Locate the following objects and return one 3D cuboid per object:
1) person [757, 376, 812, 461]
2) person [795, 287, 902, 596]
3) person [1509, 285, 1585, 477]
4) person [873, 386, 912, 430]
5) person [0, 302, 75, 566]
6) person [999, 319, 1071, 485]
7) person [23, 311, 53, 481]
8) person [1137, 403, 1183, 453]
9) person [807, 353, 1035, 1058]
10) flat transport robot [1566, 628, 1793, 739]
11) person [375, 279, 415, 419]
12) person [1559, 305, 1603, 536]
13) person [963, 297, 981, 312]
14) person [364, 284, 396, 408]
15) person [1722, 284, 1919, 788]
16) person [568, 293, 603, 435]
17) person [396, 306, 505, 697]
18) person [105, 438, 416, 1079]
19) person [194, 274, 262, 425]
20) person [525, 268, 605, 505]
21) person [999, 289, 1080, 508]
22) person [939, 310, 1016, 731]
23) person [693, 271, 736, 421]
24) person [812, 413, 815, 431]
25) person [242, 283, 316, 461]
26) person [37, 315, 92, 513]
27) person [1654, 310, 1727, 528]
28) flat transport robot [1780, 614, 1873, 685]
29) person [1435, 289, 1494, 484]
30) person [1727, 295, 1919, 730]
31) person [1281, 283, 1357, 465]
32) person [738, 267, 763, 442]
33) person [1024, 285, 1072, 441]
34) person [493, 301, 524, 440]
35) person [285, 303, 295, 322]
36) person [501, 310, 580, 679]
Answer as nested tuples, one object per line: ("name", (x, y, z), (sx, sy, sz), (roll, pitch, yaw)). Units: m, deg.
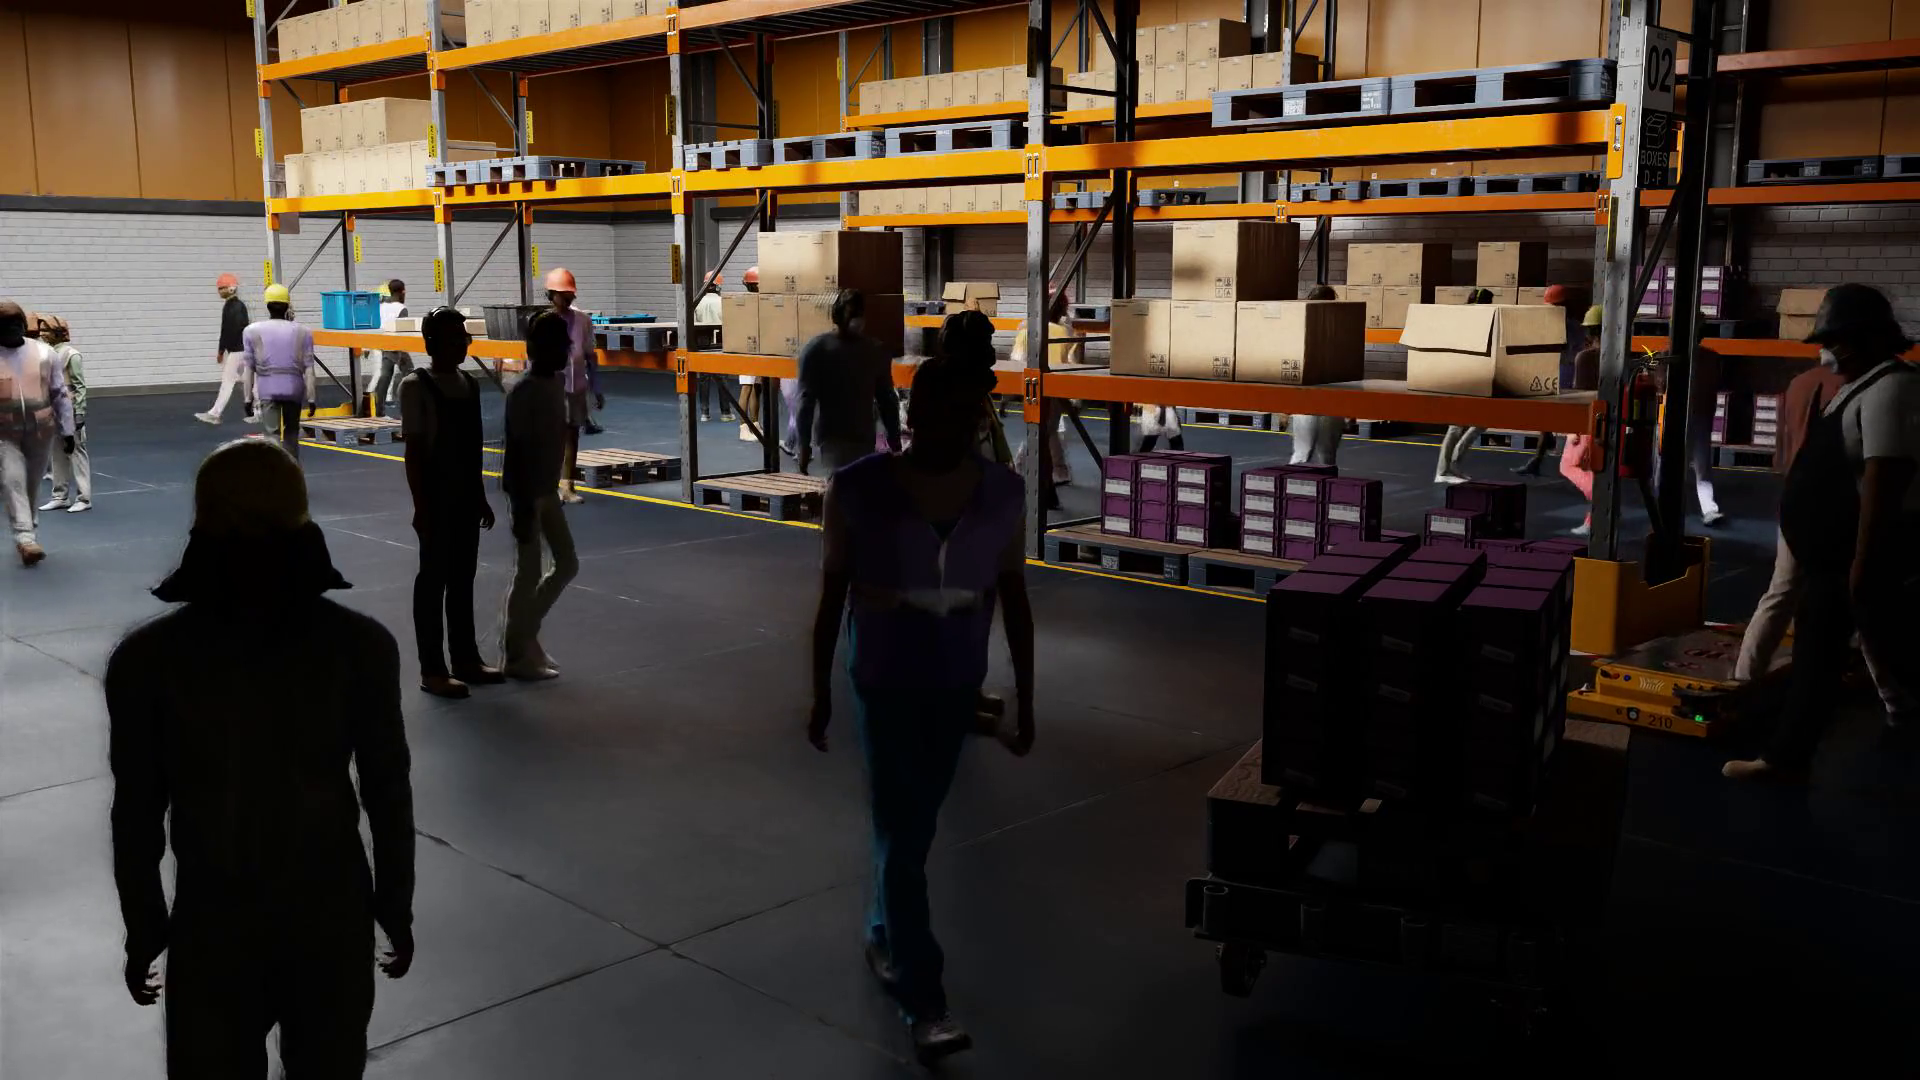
("person", (-1.784, -1.785, 17.729), (0.663, 1.857, 1.011), (-7, 11, -36))
("person", (-0.611, -0.561, 10.054), (0.656, 1.900, 0.918), (-7, 12, -37))
("person", (5.816, -1.490, 15.881), (1.011, 1.890, 0.559), (7, 12, 38))
("person", (-0.859, -1.834, 18.257), (0.933, 1.782, 0.600), (2, 10, 14))
("person", (-6.474, -0.735, 11.484), (0.652, 1.789, 0.947), (-8, 12, -42))
("person", (0.708, -1.458, 15.732), (0.993, 1.853, 0.653), (8, 12, 41))
("person", (-8.778, -1.349, 15.753), (0.292, 1.627, 0.506), (5, 11, 30))
("person", (1.846, -1.155, 14.419), (0.837, 1.657, 0.548), (0, 9, 2))
("person", (-0.063, 0.418, 4.390), (0.592, 1.792, 0.954), (-4, 10, -23))
("flat transport robot", (3.443, 0.637, 7.716), (1.431, 0.197, 0.652), (-9, 13, -43))
("person", (-7.467, -2.527, 22.226), (0.611, 1.874, 0.988), (6, 11, 34))
("person", (4.764, -0.875, 12.461), (0.539, 1.750, 0.419), (-6, 11, -33))
("person", (0.167, -2.582, 23.316), (0.499, 1.626, 0.282), (-4, 10, -23))
("person", (-8.355, -2.811, 24.155), (0.477, 1.808, 0.609), (6, 11, 33))
("person", (3.546, -0.021, 6.341), (0.962, 2.000, 0.748), (3, 10, 15))
("person", (-4.711, -2.194, 20.111), (0.931, 1.888, 0.554), (8, 12, 40))
("person", (-2.436, -0.188, 7.964), (0.346, 1.846, 0.505), (4, 10, 22))
("person", (-1.239, 0.673, 3.011), (0.504, 1.728, 0.404), (-5, 10, -28))
("person", (-9.558, -2.475, 21.662), (0.994, 1.943, 0.643), (-7, 12, -36))
("person", (-3.347, -1.292, 14.190), (0.617, 2.028, 0.496), (-9, 13, -43))
("person", (0.690, -1.225, 14.331), (0.674, 1.847, 1.027), (-3, 10, -16))
("person", (0.030, -0.091, 7.379), (0.429, 1.842, 0.633), (1, 9, 8))
("person", (-3.275, -2.571, 22.116), (0.614, 1.993, 0.395), (2, 9, 10))
("person", (-1.704, -2.250, 20.453), (0.624, 1.907, 0.999), (-6, 11, -32))
("person", (-5.968, -1.301, 14.627), (0.594, 1.900, 0.807), (-5, 10, -28))
("person", (-7.475, -1.046, 13.847), (0.515, 1.641, 0.314), (4, 10, 24))
("person", (5.708, -0.949, 13.031), (0.517, 1.712, 0.940), (0, 9, 2))
("flat transport robot", (4.590, 0.496, 8.582), (1.431, 0.197, 0.652), (-7, 12, -38))
("person", (4.748, -1.430, 15.626), (0.482, 1.839, 0.534), (4, 10, 24))
("person", (3.842, -0.107, 7.225), (1.029, 1.934, 0.645), (-2, 9, -12))
("person", (2.825, -1.068, 13.149), (0.631, 1.923, 0.541), (0, 9, -2))
("person", (-2.395, -2.172, 19.522), (0.391, 2.045, 0.608), (4, 10, 25))
("person", (1.030, -2.111, 19.797), (0.601, 1.830, 0.977), (-5, 11, -30))
("person", (-5.297, -1.998, 19.683), (0.315, 1.641, 0.515), (8, 12, 40))
("person", (-8.299, -2.102, 20.387), (0.525, 1.612, 0.358), (8, 12, 39))
("person", (-2.050, -0.201, 8.108), (0.525, 1.823, 0.557), (2, 10, 14))
